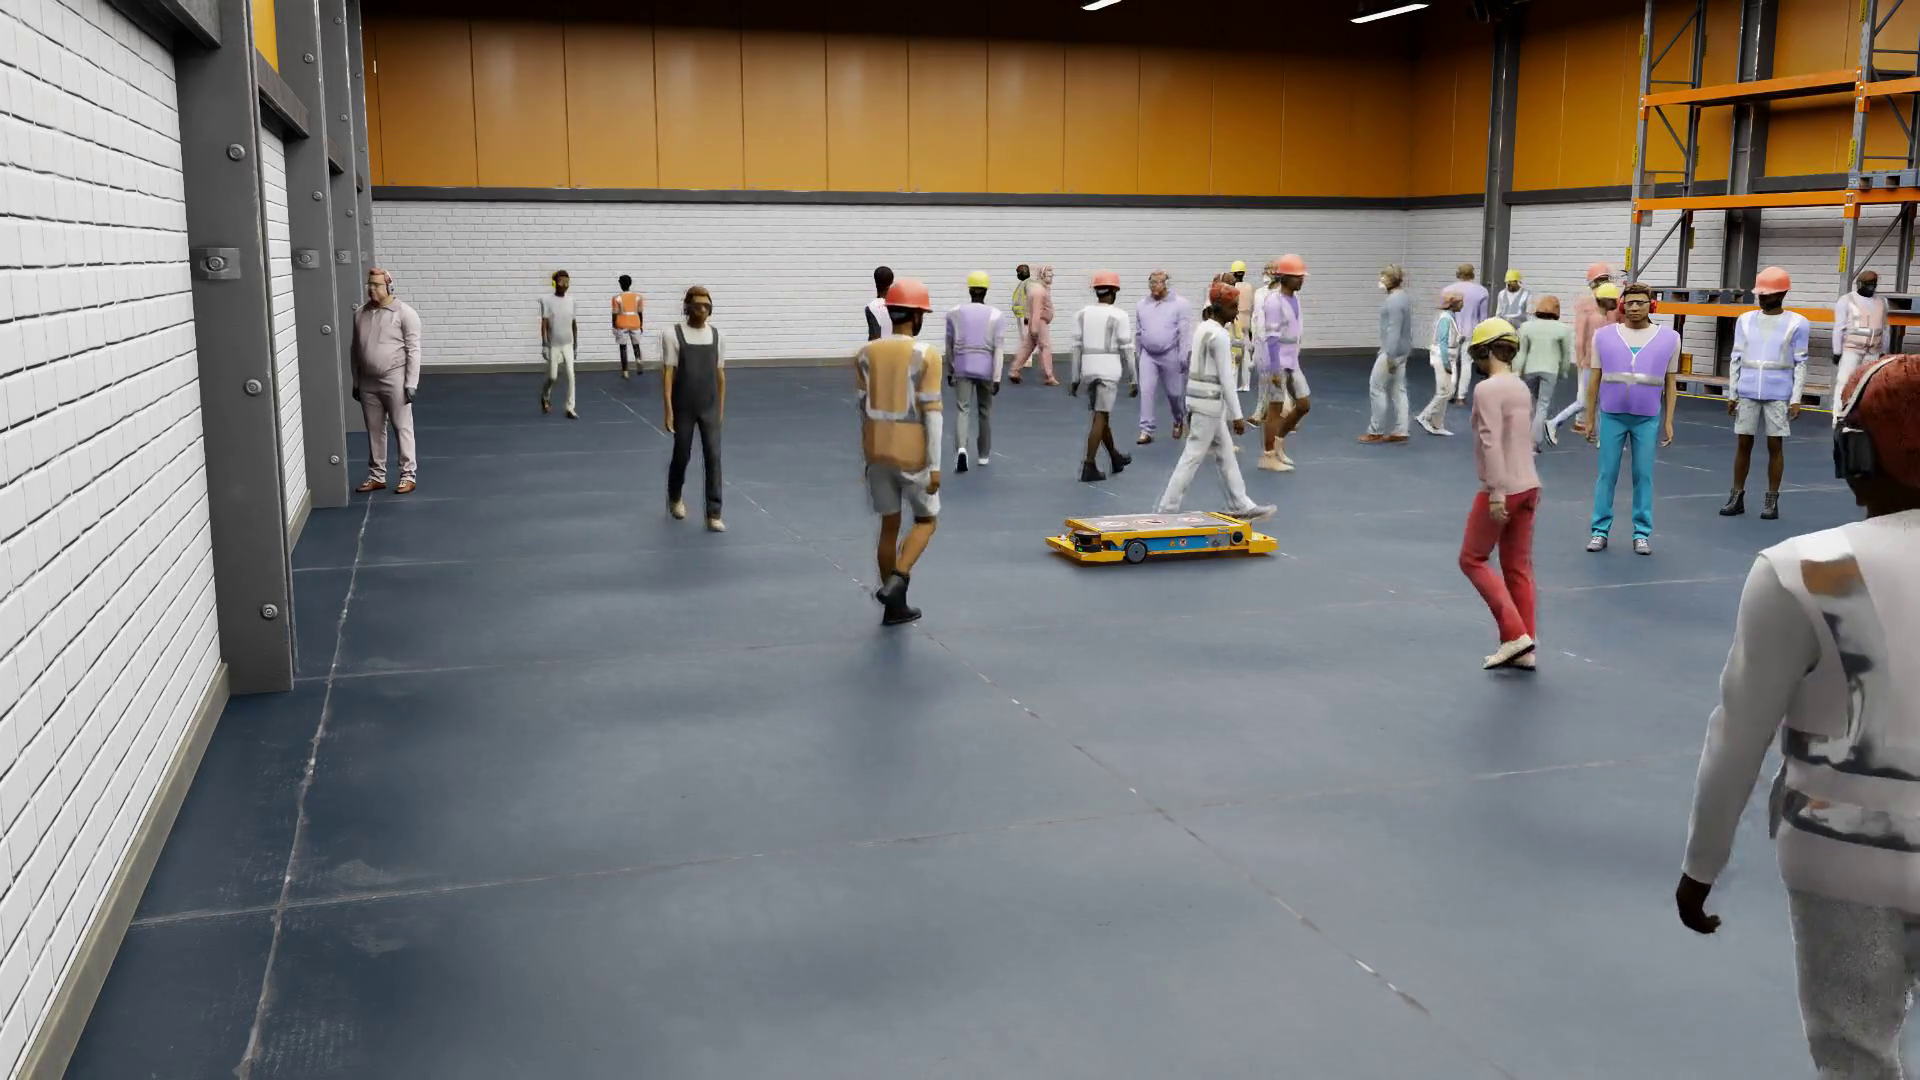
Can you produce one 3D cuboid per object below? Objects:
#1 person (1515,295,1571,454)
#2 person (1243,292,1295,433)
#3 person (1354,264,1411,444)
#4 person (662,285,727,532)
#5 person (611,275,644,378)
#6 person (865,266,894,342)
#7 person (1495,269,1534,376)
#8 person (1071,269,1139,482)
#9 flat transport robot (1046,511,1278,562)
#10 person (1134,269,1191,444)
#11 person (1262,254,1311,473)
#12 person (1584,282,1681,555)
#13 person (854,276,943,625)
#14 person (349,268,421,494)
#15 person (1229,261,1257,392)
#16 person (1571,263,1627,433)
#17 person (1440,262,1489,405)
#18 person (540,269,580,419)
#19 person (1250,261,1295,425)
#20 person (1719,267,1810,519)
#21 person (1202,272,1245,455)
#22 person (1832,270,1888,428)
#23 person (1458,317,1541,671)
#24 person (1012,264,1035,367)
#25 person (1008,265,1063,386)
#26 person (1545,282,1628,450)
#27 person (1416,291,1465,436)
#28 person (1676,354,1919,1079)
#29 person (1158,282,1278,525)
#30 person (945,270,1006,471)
[{"bbox_3d":[5.982,-1.692,17.030,0.506,1.602,0.728,7,12,34],"label":"person"},{"bbox_3d":[3.533,-2.031,19.024,0.850,1.584,0.502,10,14,44],"label":"person"},{"bbox_3d":[4.563,-1.968,17.741,0.569,1.913,0.720,4,11,23],"label":"person"},{"bbox_3d":[-1.993,-0.995,12.413,0.519,1.819,0.835,-4,11,-24],"label":"person"},{"bbox_3d":[-5.400,-3.472,27.067,0.548,1.686,0.473,-5,11,-27],"label":"person"},{"bbox_3d":[-0.680,-1.657,15.937,0.398,1.916,0.590,8,13,38],"label":"person"},{"bbox_3d":[8.644,-3.314,25.859,0.624,1.803,0.657,9,13,42],"label":"person"},{"bbox_3d":[1.368,-1.497,15.095,0.584,1.878,0.982,8,13,39],"label":"person"},{"bbox_3d":[1.366,-0.035,11.305,1.431,0.197,0.652,-3,10,-17],"label":"flat transport robot"},{"bbox_3d":[2.198,-1.996,18.009,0.639,1.879,0.872,4,11,24],"label":"person"},{"bbox_3d":[3.017,-1.625,15.424,0.438,2.027,0.609,8,13,40],"label":"person"},{"bbox_3d":[4.563,-0.826,11.327,0.571,1.845,0.382,4,11,22],"label":"person"},{"bbox_3d":[-0.336,-0.458,9.002,0.540,1.918,0.545,5,11,27],"label":"person"},{"bbox_3d":[-4.907,-1.345,14.162,0.643,1.908,0.410,2,10,14],"label":"person"},{"bbox_3d":[4.054,-3.112,24.329,0.595,1.925,0.373,-5,11,-29],"label":"person"},{"bbox_3d":[7.116,-2.093,18.429,0.638,1.938,1.065,0,10,0],"label":"person"},{"bbox_3d":[6.732,-2.753,22.265,0.633,1.920,0.483,2,10,13],"label":"person"},{"bbox_3d":[-4.989,-2.424,20.600,0.526,1.845,0.751,-6,12,-33],"label":"person"},{"bbox_3d":[3.719,-2.340,19.824,0.378,1.940,0.628,-7,12,-37],"label":"person"},{"bbox_3d":[6.191,-1.122,12.800,0.542,1.931,0.375,8,13,40],"label":"person"},{"bbox_3d":[2.666,-1.778,16.854,0.429,1.844,0.627,4,11,22],"label":"person"},{"bbox_3d":[10.409,-2.189,19.235,0.633,1.841,0.429,-1,10,-5],"label":"person"},{"bbox_3d":[2.651,-0.222,8.182,0.522,1.716,0.556,10,14,44],"label":"person"},{"bbox_3d":[1.146,-4.031,29.915,0.429,1.838,0.622,-2,10,-11],"label":"person"},{"bbox_3d":[1.153,-3.307,25.721,0.862,1.861,0.705,0,10,3],"label":"person"},{"bbox_3d":[6.561,-1.803,17.289,0.736,1.742,0.520,8,13,38],"label":"person"},{"bbox_3d":[5.384,-1.956,18.496,0.363,1.618,0.537,5,11,26],"label":"person"},{"bbox_3d":[1.651,0.579,3.145,0.613,1.856,0.803,-1,10,-5],"label":"person"},{"bbox_3d":[1.881,-0.964,12.193,0.979,1.830,0.604,-1,10,-4],"label":"person"},{"bbox_3d":[0.137,-1.601,15.716,0.580,1.890,0.921,1,10,3],"label":"person"}]
